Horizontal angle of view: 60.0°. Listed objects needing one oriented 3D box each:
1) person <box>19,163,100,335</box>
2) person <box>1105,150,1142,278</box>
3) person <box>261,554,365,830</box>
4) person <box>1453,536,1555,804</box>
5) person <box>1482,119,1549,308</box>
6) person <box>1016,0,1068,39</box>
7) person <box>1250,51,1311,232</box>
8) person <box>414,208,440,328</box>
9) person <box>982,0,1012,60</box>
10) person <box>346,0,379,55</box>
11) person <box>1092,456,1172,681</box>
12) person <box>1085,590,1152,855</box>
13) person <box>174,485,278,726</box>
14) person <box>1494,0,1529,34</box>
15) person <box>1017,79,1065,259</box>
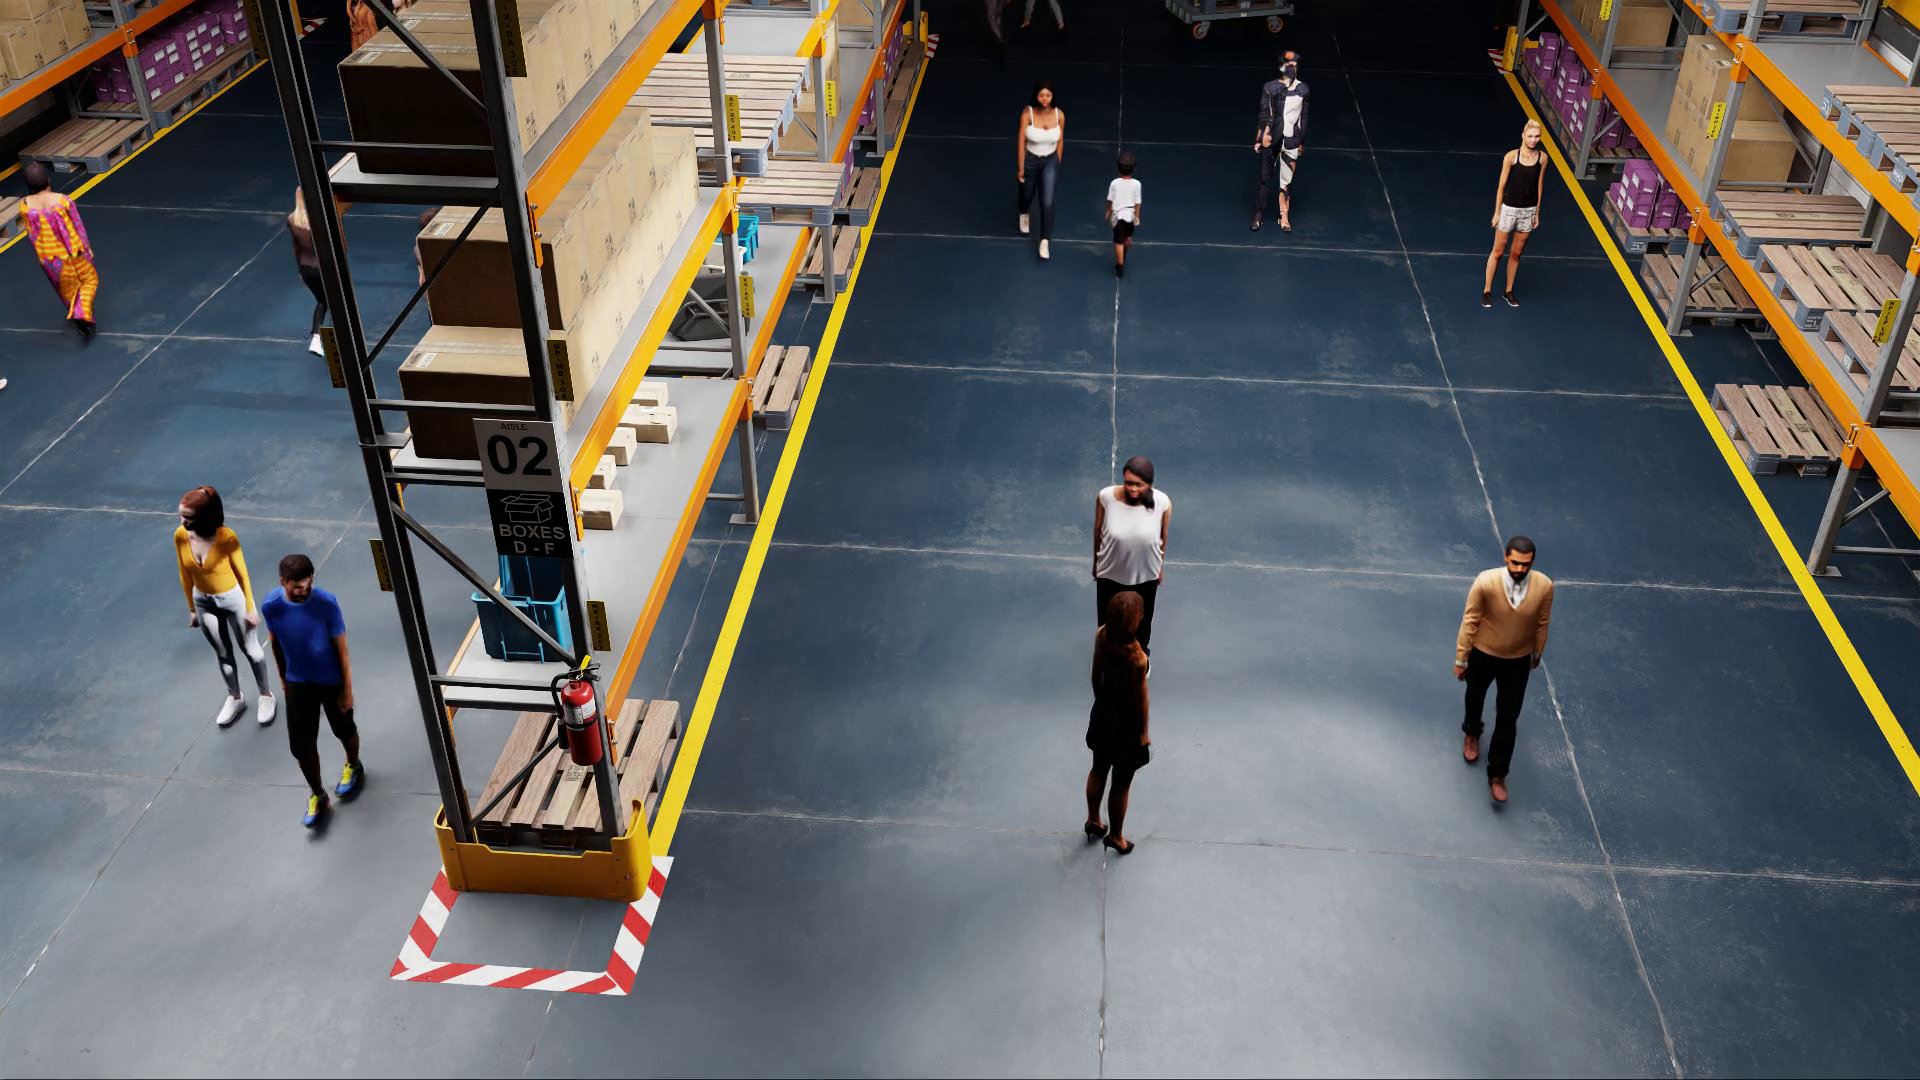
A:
[{"bbox_3d":[-8.304,-2.664,15.365,0.823,1.660,1.029,-8,34,-11],"label":"person"},{"bbox_3d":[1.637,-3.230,16.603,0.586,1.234,0.847,-4,34,-5],"label":"person"},{"bbox_3d":[-3.822,0.784,10.024,0.688,1.832,0.867,1,34,2],"label":"person"},{"bbox_3d":[3.333,0.666,10.296,0.765,1.727,1.014,7,34,10],"label":"person"},{"bbox_3d":[5.333,-3.151,15.931,0.638,1.846,0.560,-1,34,-2],"label":"person"},{"bbox_3d":[1.209,-7.704,22.986,1.139,1.619,1.170,26,41,33],"label":"person"},{"bbox_3d":[3.363,-4.184,17.439,0.680,1.898,0.575,4,34,6],"label":"person"},{"bbox_3d":[-4.326,-1.915,14.065,0.727,1.853,0.690,17,37,24],"label":"person"},{"bbox_3d":[0.496,-7.297,22.307,0.872,1.694,1.124,-11,35,-17],"label":"person"},{"bbox_3d":[-7.244,-6.104,20.497,0.834,1.710,0.891,16,37,22],"label":"person"},{"bbox_3d":[1.130,0.182,11.060,0.640,1.688,0.584,3,34,5],"label":"person"},{"bbox_3d":[0.906,1.060,9.607,0.725,1.834,0.659,-24,40,-31],"label":"person"},{"bbox_3d":[-4.717,0.409,10.663,0.588,1.749,0.553,0,34,1],"label":"person"},{"bbox_3d":[7.858,-8.049,23.340,0.836,1.801,0.748,-20,38,-27],"label":"person"},{"bbox_3d":[0.781,-3.851,17.050,0.785,1.774,1.221,-2,34,-3],"label":"person"}]
